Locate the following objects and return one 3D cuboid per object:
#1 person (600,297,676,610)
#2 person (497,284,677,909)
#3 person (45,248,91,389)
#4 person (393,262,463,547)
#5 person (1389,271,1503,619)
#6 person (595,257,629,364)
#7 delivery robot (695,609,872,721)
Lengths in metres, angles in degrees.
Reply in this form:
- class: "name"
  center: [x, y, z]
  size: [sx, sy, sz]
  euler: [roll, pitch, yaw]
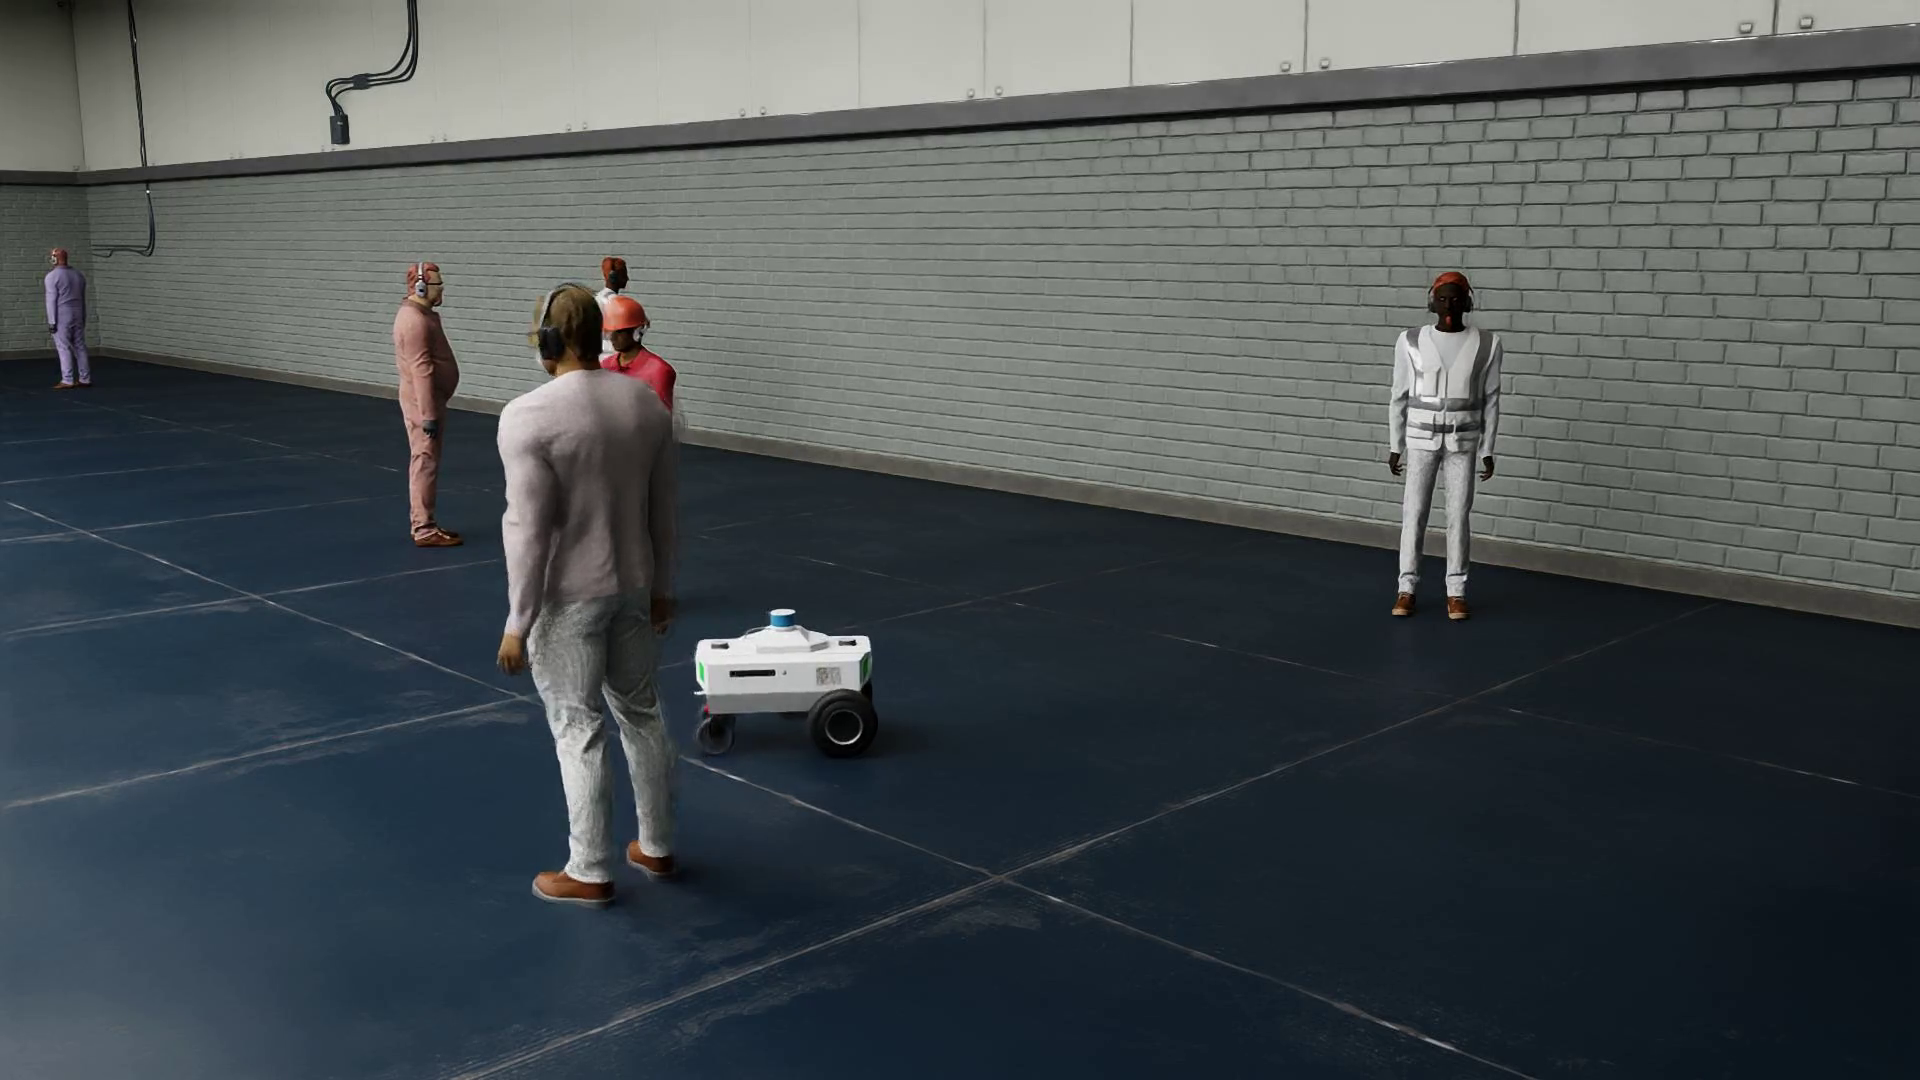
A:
- class: "person"
  center: [-1.794, -0.451, 9.103]
  size: [0.563, 1.746, 0.348]
  euler: [8, 13, 37]
- class: "person"
  center: [-1.141, 0.184, 5.175]
  size: [0.377, 1.932, 0.665]
  euler: [7, 13, 35]
- class: "person"
  center: [-12.185, -3.011, 22.658]
  size: [0.401, 1.900, 0.639]
  euler: [3, 11, 15]
- class: "person"
  center: [-3.556, -0.899, 11.143]
  size: [0.402, 1.902, 0.659]
  euler: [-3, 11, -18]
- class: "person"
  center: [2.622, -0.507, 9.042]
  size: [0.574, 1.883, 0.355]
  euler: [3, 11, 14]
- class: "person"
  center: [-3.097, -1.575, 14.863]
  size: [0.339, 1.882, 0.581]
  euler: [-5, 12, -25]
- class: "delivery robot"
  center: [-0.719, 0.526, 6.774]
  size: [0.707, 0.478, 0.477]
  euler: [-1, 11, -6]
